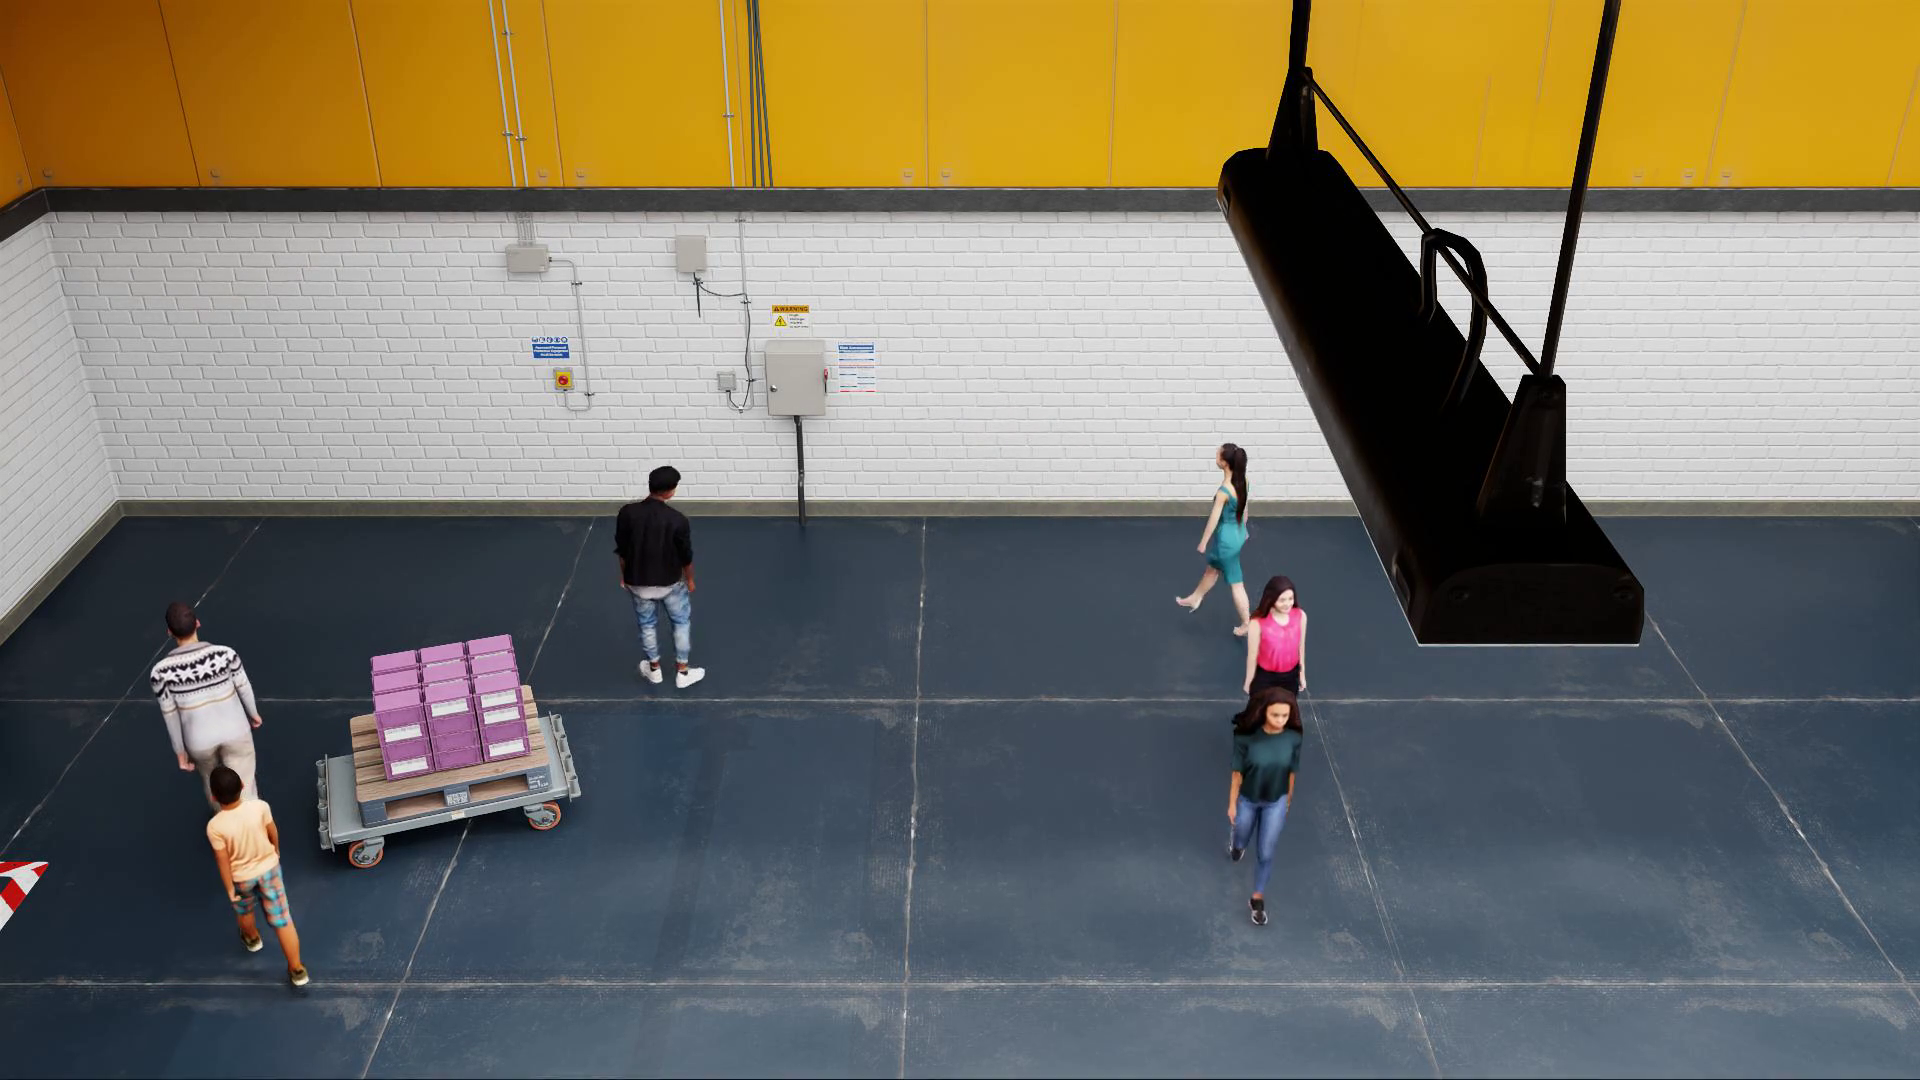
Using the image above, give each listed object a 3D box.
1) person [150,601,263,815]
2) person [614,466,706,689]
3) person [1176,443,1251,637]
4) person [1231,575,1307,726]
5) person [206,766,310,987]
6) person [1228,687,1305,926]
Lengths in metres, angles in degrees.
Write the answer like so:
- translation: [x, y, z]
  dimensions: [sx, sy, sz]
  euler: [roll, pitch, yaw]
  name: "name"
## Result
- translation: [-4.673, 1.282, 10.490]
  dimensions: [1.010, 1.817, 1.327]
  euler: [-11, 31, -20]
  name: "person"
- translation: [-2.294, 0.278, 12.370]
  dimensions: [0.729, 1.780, 0.607]
  euler: [-7, 29, -13]
  name: "person"
- translation: [2.165, 0.055, 12.911]
  dimensions: [0.974, 1.653, 0.992]
  euler: [20, 34, 32]
  name: "person"
- translation: [2.097, 0.943, 11.300]
  dimensions: [0.890, 1.637, 1.103]
  euler: [-14, 32, -24]
  name: "person"
- translation: [-4.059, 1.966, 9.644]
  dimensions: [0.886, 1.428, 1.045]
  euler: [-19, 34, -31]
  name: "person"
- translation: [1.833, 1.550, 10.225]
  dimensions: [0.609, 1.600, 0.900]
  euler: [1, 29, 2]
  name: "person"
